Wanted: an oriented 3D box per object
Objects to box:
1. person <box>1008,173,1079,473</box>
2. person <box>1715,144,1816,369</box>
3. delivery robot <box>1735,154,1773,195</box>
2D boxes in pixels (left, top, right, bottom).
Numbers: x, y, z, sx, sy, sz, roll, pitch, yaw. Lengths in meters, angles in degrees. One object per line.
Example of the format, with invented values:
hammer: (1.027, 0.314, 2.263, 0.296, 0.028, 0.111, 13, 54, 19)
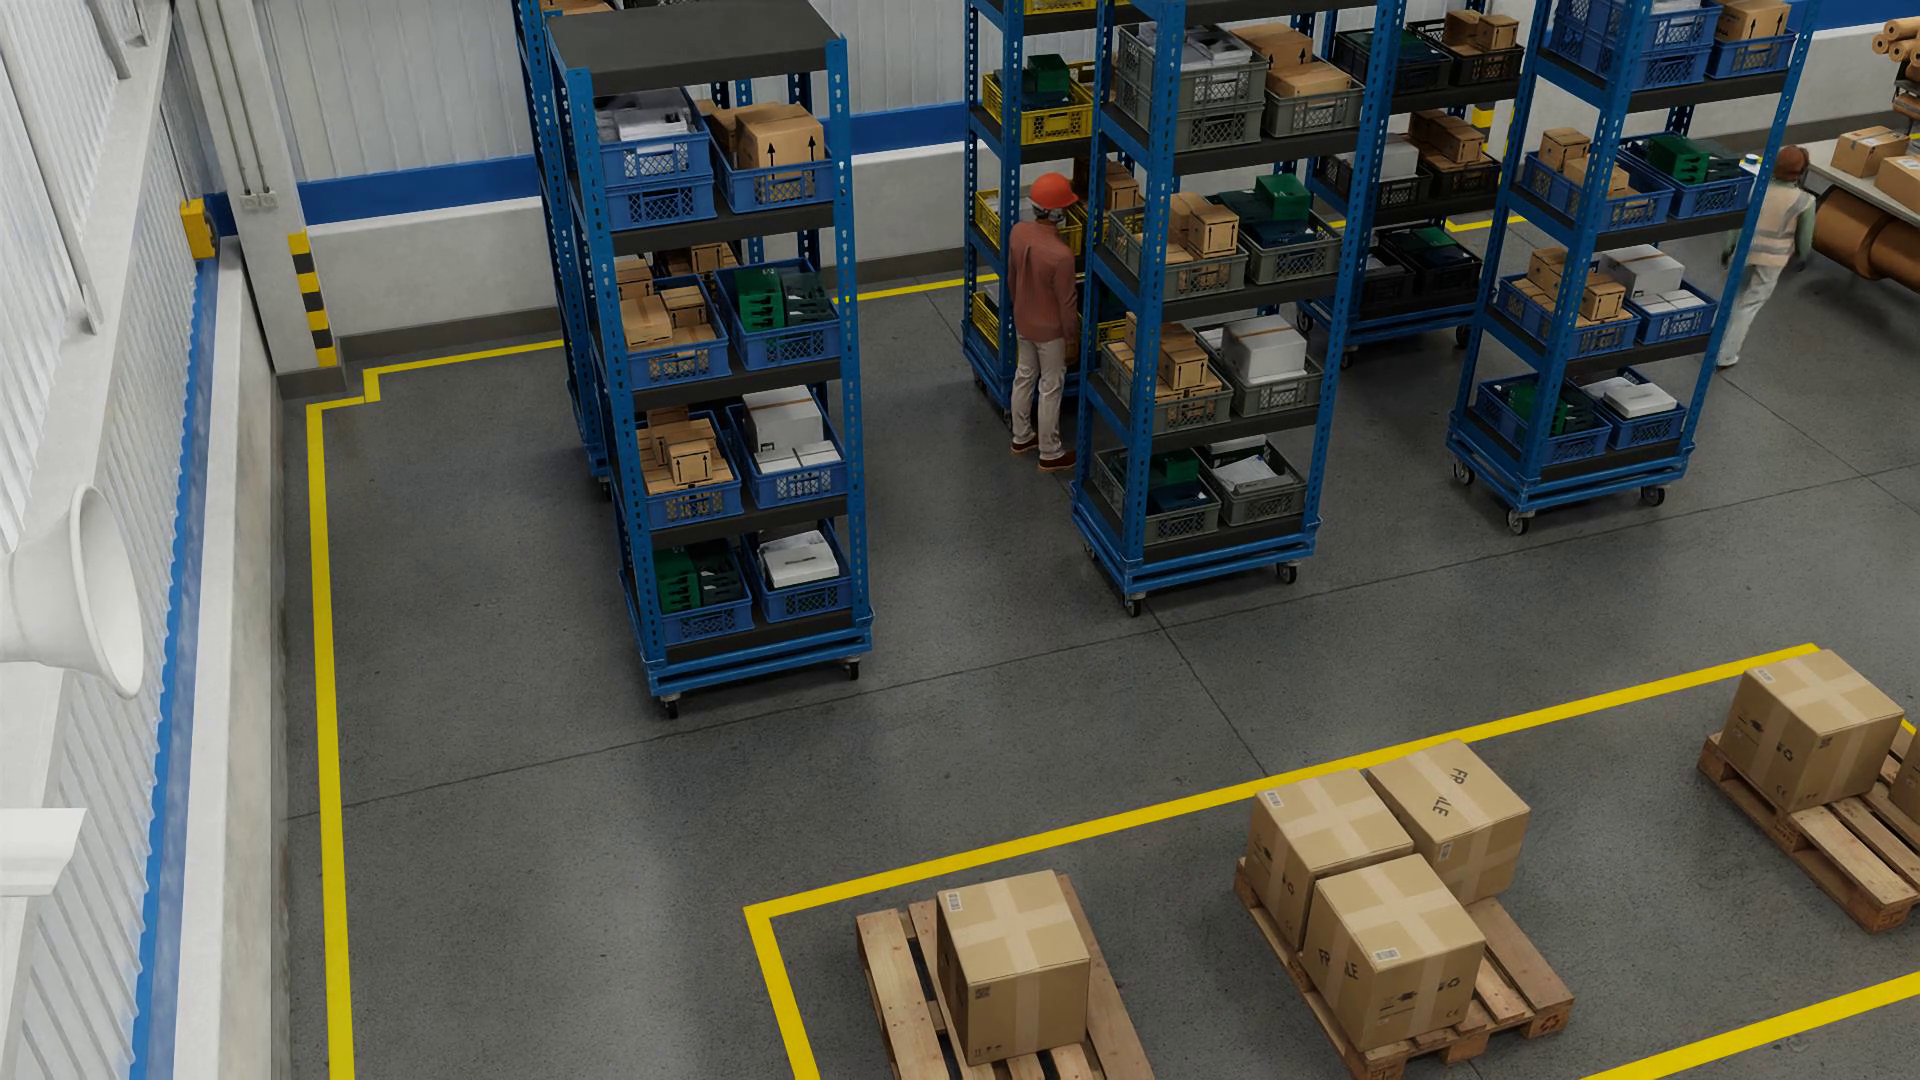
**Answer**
person: (0.540, -1.360, 10.476, 0.382, 1.995, 0.612, -23, 41, -29)
person: (5.699, -2.010, 11.719, 0.716, 1.610, 0.525, -26, 43, -32)
delivery robot: (6.582, -2.993, 13.952, 0.707, 0.478, 0.477, -5, 35, -7)
